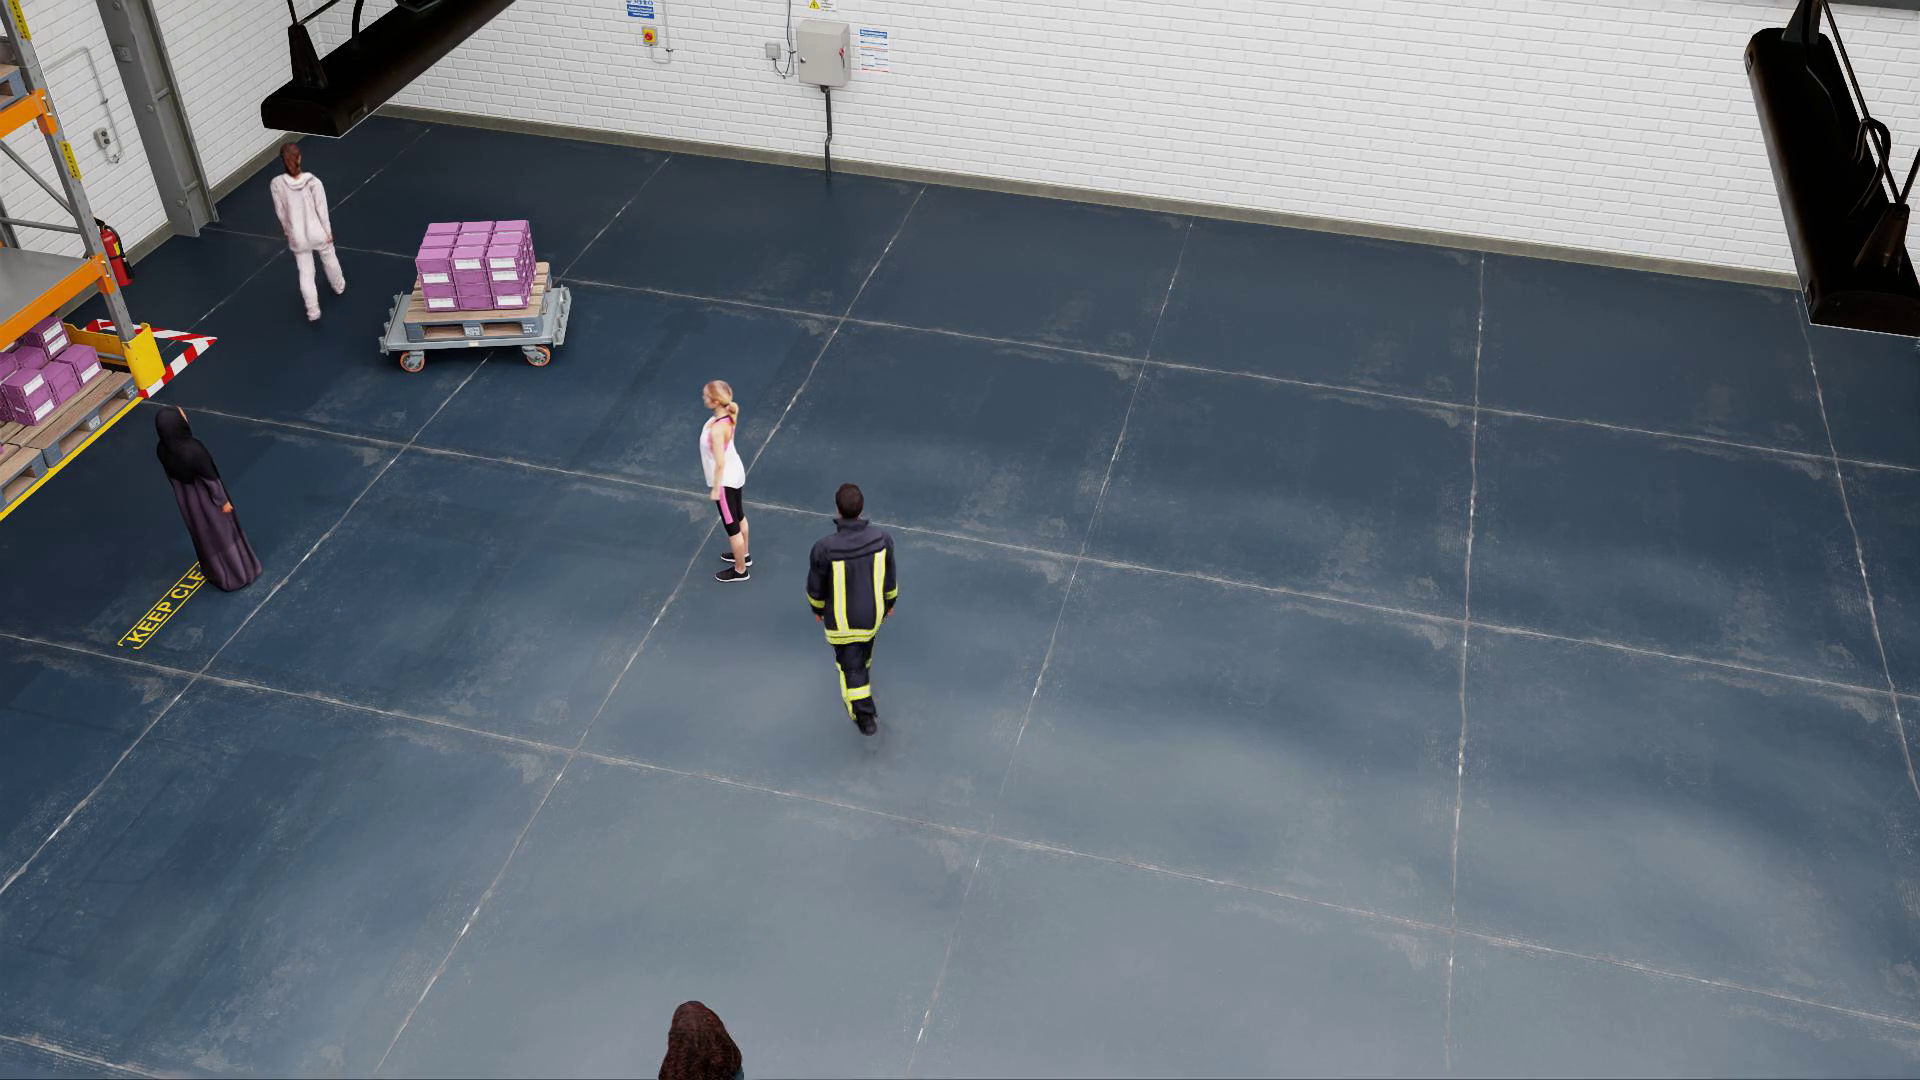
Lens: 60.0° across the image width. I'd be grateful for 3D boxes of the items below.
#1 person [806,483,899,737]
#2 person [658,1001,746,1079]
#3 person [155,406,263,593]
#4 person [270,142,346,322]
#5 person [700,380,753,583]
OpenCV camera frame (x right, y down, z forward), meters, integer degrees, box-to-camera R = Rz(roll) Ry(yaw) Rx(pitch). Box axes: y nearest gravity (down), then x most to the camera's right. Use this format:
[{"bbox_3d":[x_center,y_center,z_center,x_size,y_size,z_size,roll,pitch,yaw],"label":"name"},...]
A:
[{"bbox_3d":[-0.697,0.490,11.272,1.192,1.899,1.334,-13,40,-16],"label":"person"},{"bbox_3d":[-1.272,2.971,8.416,1.042,1.585,1.089,-21,43,-24],"label":"person"},{"bbox_3d":[-5.718,-0.331,12.527,0.622,1.614,0.620,15,41,18],"label":"person"},{"bbox_3d":[-6.162,-2.857,15.663,0.944,1.648,1.180,-6,39,-8],"label":"person"},{"bbox_3d":[-1.748,-0.455,12.545,0.689,1.787,0.500,4,39,6],"label":"person"}]
